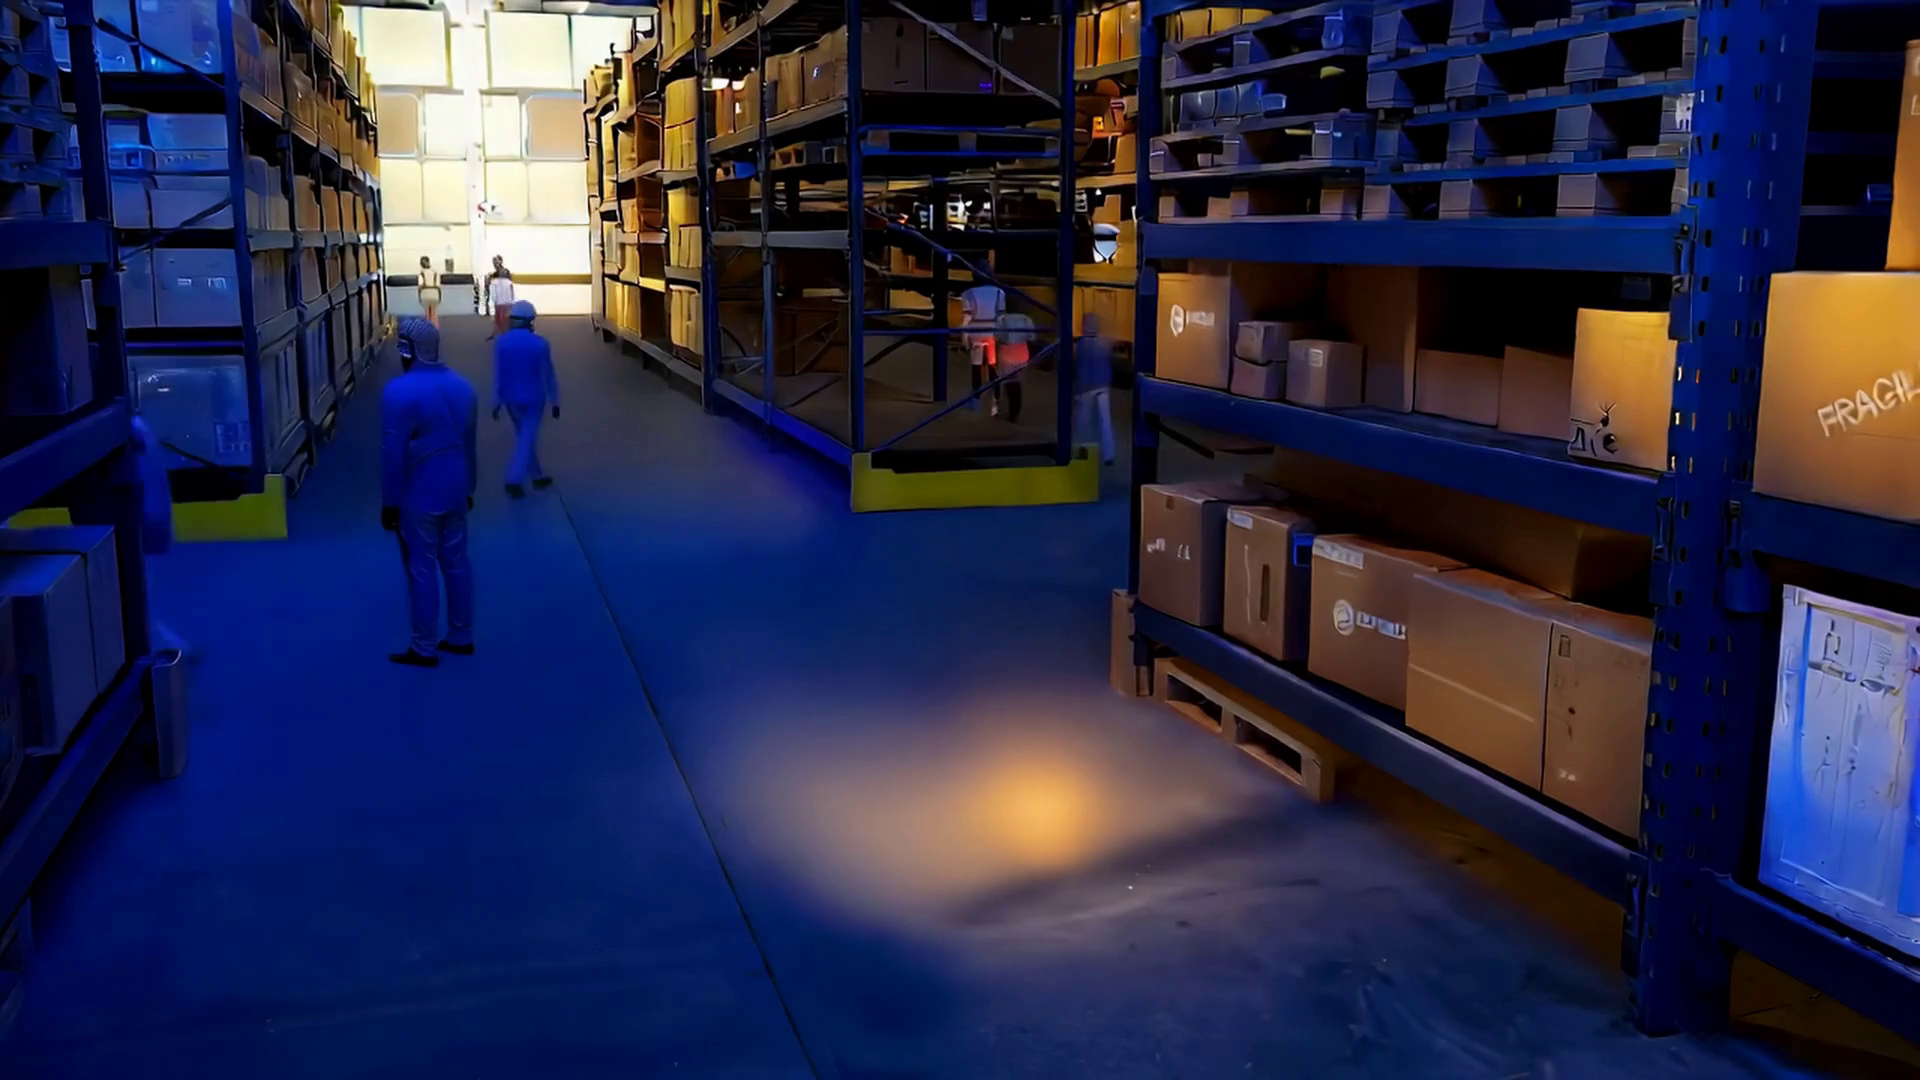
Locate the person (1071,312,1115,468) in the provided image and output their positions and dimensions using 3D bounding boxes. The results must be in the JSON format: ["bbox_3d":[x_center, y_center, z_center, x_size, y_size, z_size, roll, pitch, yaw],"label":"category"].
[{"bbox_3d":[1.355,-1.541,17.066,0.504,1.580,0.889,-4,11,-22],"label":"person"}]

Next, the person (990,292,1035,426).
[{"bbox_3d":[0.622,-2.251,20.707,0.553,1.663,0.769,-3,11,-15],"label":"person"}]

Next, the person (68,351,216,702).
[{"bbox_3d":[-3.910,0.021,7.843,0.490,1.824,0.650,-4,11,-23],"label":"person"}]

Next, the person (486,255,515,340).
[{"bbox_3d":[-10.480,-5.548,38.090,0.610,1.947,1.048,3,11,17],"label":"person"}]

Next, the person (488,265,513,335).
[{"bbox_3d":[-10.310,-5.311,37.360,0.541,1.733,0.878,0,10,1],"label":"person"}]

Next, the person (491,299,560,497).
[{"bbox_3d":[-3.987,-1.302,15.195,0.607,1.789,0.925,3,11,18],"label":"person"}]

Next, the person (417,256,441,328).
[{"bbox_3d":[-12.728,-5.846,39.857,0.586,1.878,0.954,-5,12,-28],"label":"person"}]

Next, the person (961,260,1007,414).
[{"bbox_3d":[0.310,-2.680,22.045,0.614,2.048,0.361,-3,11,-14],"label":"person"}]

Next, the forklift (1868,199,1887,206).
[{"bbox_3d":[11.338,-2.915,21.052,1.129,2.768,1.873,-3,11,-17],"label":"forklift"}]

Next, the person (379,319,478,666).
[{"bbox_3d":[-2.952,-0.262,9.204,0.400,1.902,0.642,5,11,26],"label":"person"}]
